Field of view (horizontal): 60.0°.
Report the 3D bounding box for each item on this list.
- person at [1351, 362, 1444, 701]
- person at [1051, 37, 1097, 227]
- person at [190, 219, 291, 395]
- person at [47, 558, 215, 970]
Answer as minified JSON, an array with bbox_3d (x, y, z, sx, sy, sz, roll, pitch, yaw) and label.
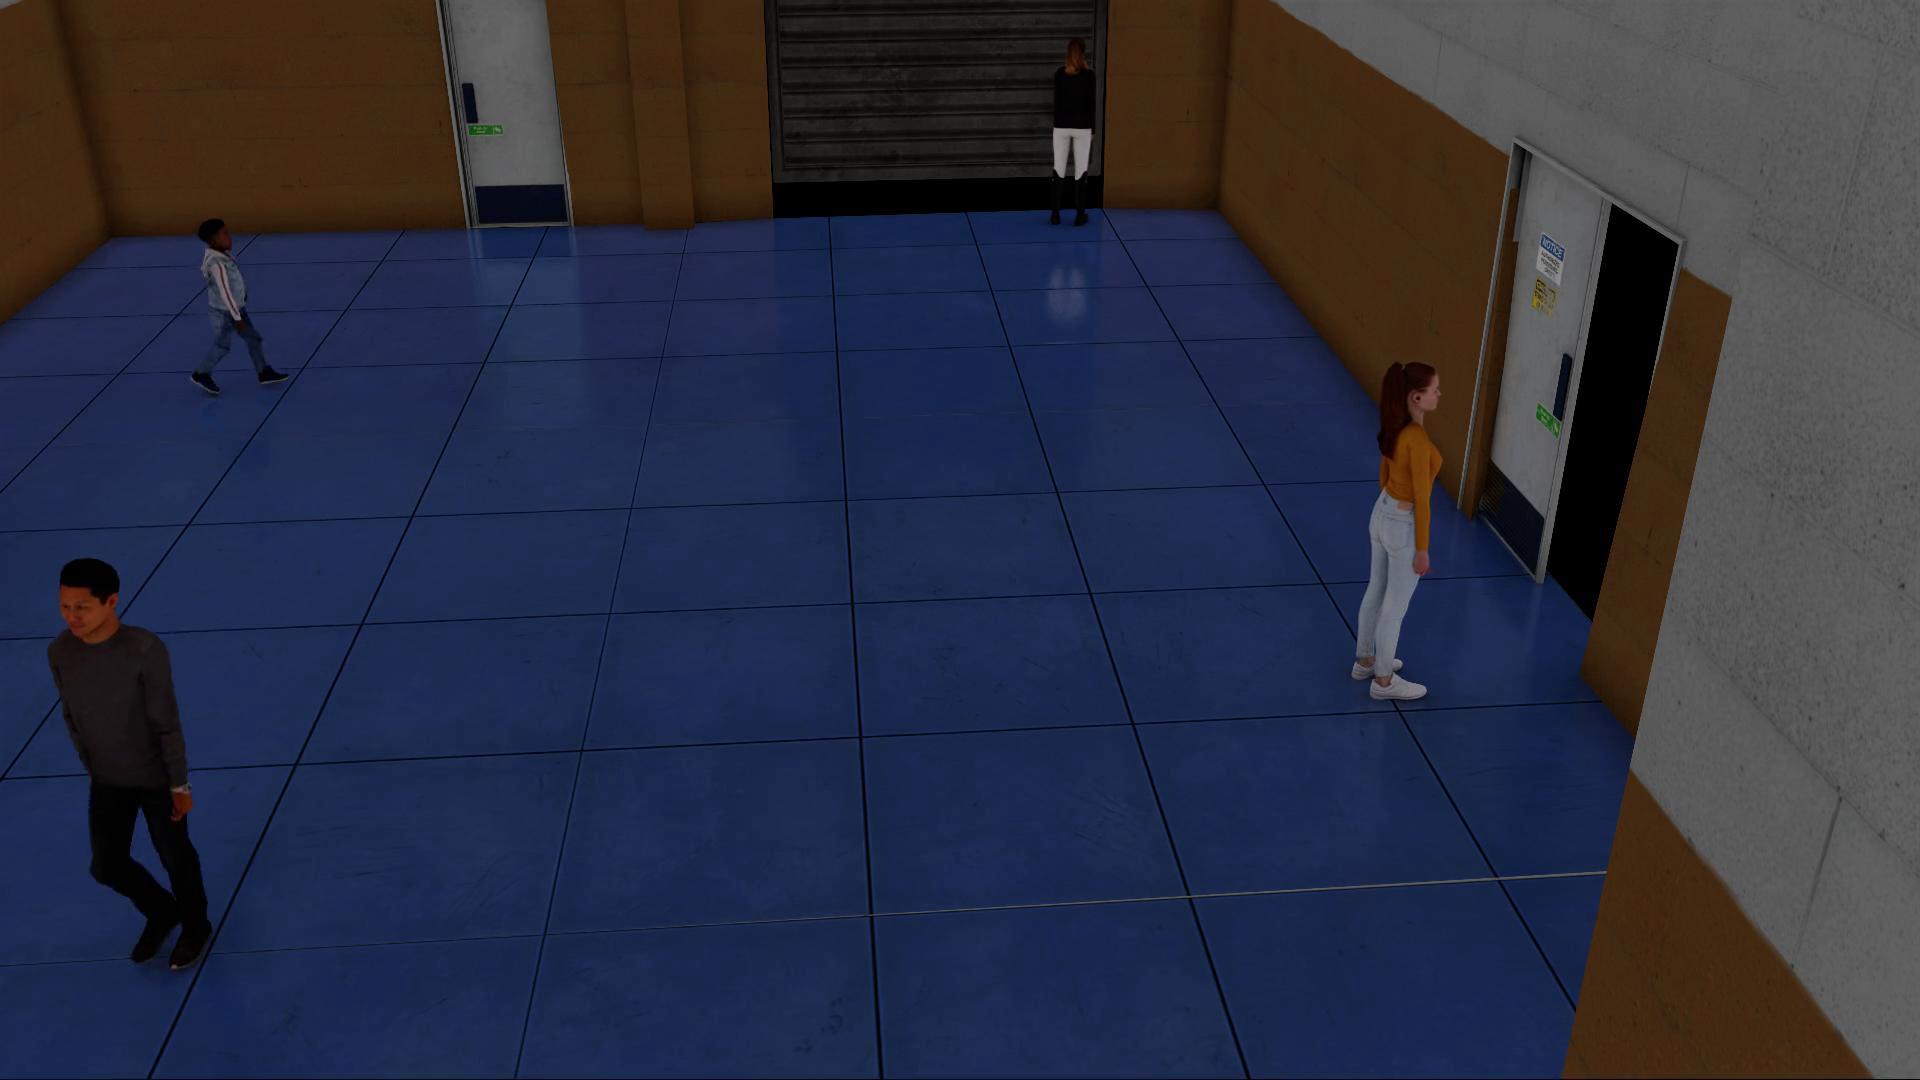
[{"bbox_3d":[2.128,-0.045,8.076,0.578,1.751,0.609,-5,27,-9],"label":"person"},{"bbox_3d":[1.050,-3.794,15.476,0.553,1.729,0.674,5,27,9],"label":"person"},{"bbox_3d":[-5.247,-1.641,11.782,0.884,1.248,0.534,-5,27,-10],"label":"person"},{"bbox_3d":[-3.079,0.834,6.335,0.570,1.758,0.749,-15,30,-27],"label":"person"}]
